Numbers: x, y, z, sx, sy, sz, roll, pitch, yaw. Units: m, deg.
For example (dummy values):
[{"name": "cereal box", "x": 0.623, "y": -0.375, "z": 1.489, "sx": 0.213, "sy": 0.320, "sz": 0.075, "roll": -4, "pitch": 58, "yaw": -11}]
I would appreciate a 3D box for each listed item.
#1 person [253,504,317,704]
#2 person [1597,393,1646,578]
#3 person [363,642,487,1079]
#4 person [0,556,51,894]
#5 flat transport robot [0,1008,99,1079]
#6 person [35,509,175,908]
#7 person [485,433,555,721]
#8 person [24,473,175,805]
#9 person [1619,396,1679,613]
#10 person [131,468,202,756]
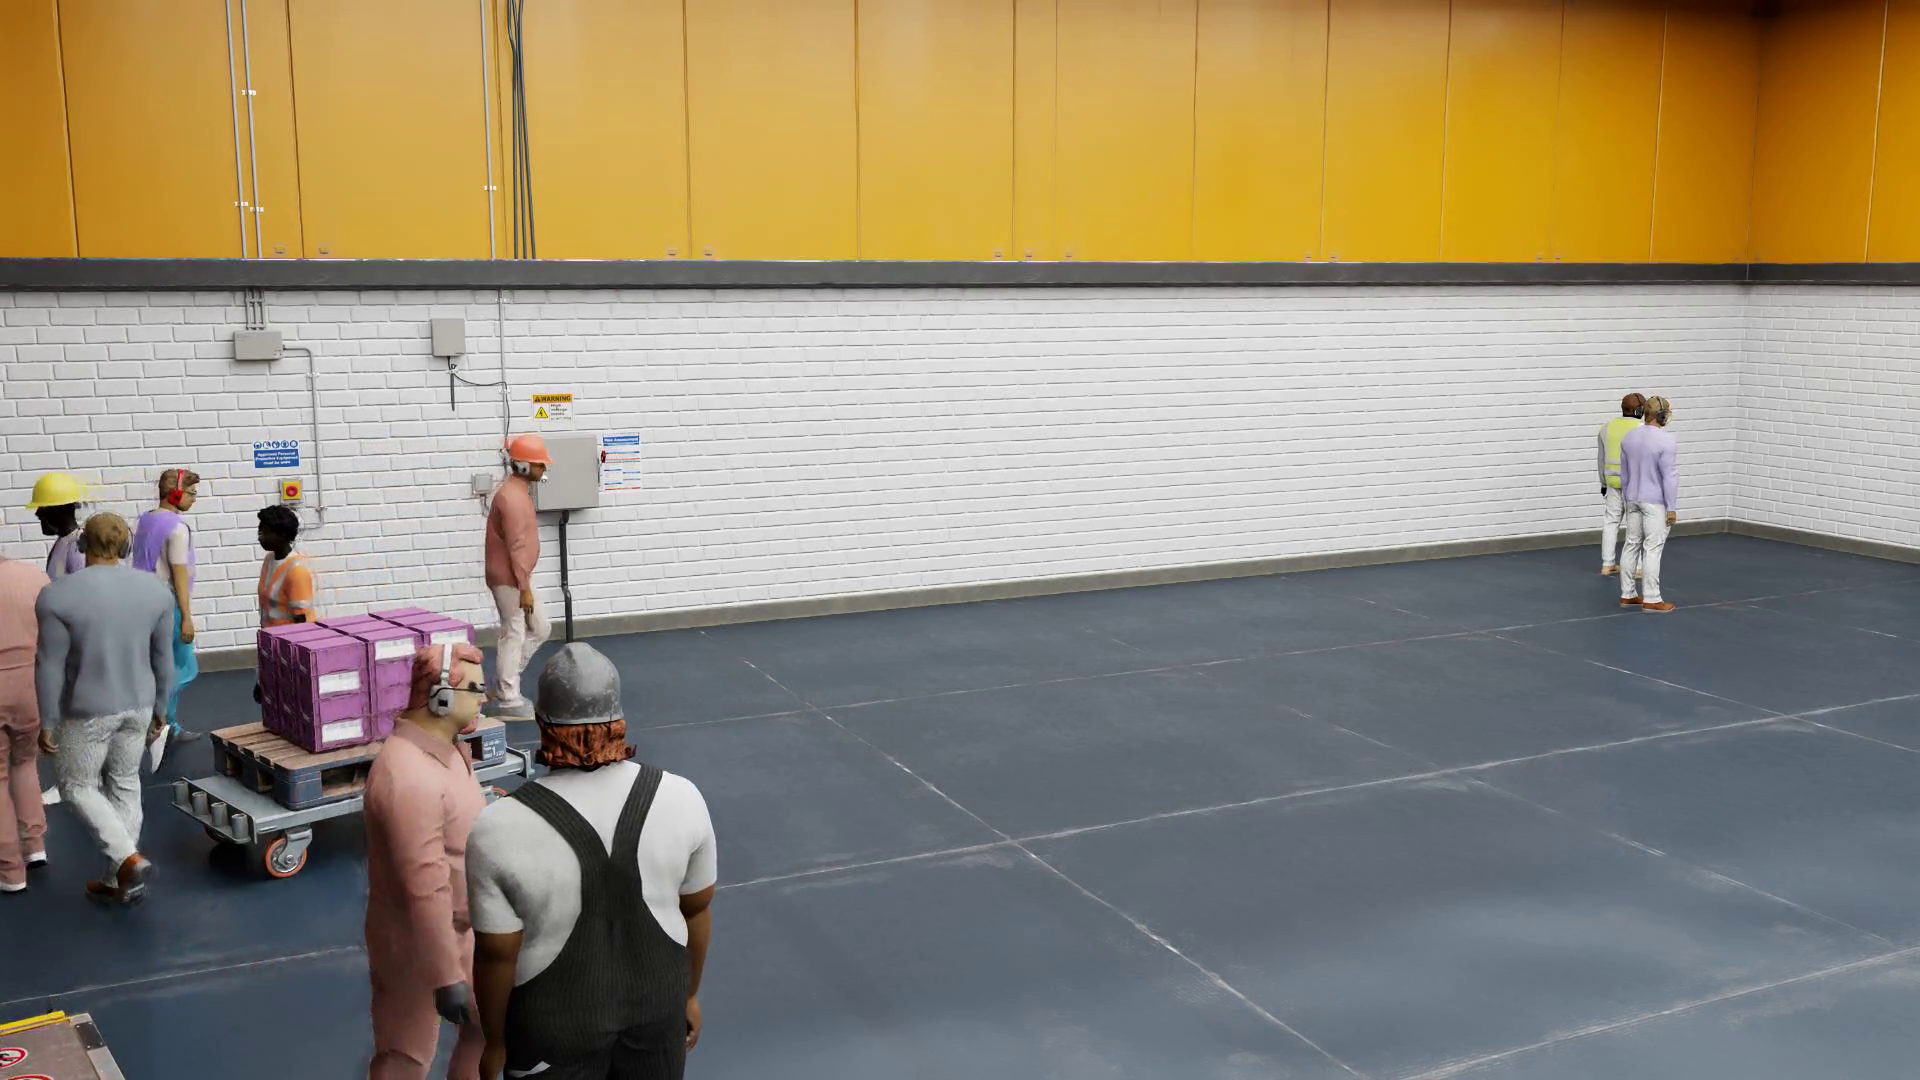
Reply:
[{"name": "person", "x": -3.965, "y": 0.621, "z": 9.791, "sx": 0.361, "sy": 1.683, "sz": 0.554, "roll": -8, "pitch": 12, "yaw": -40}, {"name": "person", "x": 6.657, "y": -0.543, "z": 16.552, "sx": 0.429, "sy": 1.843, "sz": 0.633, "roll": -6, "pitch": 11, "yaw": -34}, {"name": "person", "x": -1.643, "y": 1.258, "z": 5.251, "sx": 0.609, "sy": 1.878, "sz": 0.684, "roll": -1, "pitch": 9, "yaw": -6}, {"name": "person", "x": -4.748, "y": 0.796, "z": 8.143, "sx": 0.522, "sy": 1.876, "sz": 0.678, "roll": 8, "pitch": 12, "yaw": 40}, {"name": "flat transport robot", "x": -3.300, "y": 1.975, "z": 5.788, "sx": 0.652, "sy": 0.197, "sz": 1.431, "roll": -7, "pitch": 11, "yaw": -37}, {"name": "person", "x": -3.986, "y": 0.821, "z": 7.856, "sx": 0.540, "sy": 1.918, "sz": 0.663, "roll": 7, "pitch": 11, "yaw": 36}, {"name": "person", "x": -2.953, "y": 0.262, "z": 11.188, "sx": 0.481, "sy": 1.969, "sz": 0.608, "roll": -1, "pitch": 9, "yaw": -6}, {"name": "person", "x": -5.010, "y": 0.550, "z": 9.591, "sx": 0.737, "sy": 1.907, "sz": 0.593, "roll": -6, "pitch": 11, "yaw": -33}, {"name": "person", "x": 6.164, "y": -0.320, "z": 14.874, "sx": 0.372, "sy": 1.940, "sz": 0.631, "roll": -4, "pitch": 10, "yaw": -21}, {"name": "person", "x": -5.012, "y": 0.465, "z": 10.384, "sx": 0.639, "sy": 1.814, "sz": 0.606, "roll": -9, "pitch": 13, "yaw": -44}]
